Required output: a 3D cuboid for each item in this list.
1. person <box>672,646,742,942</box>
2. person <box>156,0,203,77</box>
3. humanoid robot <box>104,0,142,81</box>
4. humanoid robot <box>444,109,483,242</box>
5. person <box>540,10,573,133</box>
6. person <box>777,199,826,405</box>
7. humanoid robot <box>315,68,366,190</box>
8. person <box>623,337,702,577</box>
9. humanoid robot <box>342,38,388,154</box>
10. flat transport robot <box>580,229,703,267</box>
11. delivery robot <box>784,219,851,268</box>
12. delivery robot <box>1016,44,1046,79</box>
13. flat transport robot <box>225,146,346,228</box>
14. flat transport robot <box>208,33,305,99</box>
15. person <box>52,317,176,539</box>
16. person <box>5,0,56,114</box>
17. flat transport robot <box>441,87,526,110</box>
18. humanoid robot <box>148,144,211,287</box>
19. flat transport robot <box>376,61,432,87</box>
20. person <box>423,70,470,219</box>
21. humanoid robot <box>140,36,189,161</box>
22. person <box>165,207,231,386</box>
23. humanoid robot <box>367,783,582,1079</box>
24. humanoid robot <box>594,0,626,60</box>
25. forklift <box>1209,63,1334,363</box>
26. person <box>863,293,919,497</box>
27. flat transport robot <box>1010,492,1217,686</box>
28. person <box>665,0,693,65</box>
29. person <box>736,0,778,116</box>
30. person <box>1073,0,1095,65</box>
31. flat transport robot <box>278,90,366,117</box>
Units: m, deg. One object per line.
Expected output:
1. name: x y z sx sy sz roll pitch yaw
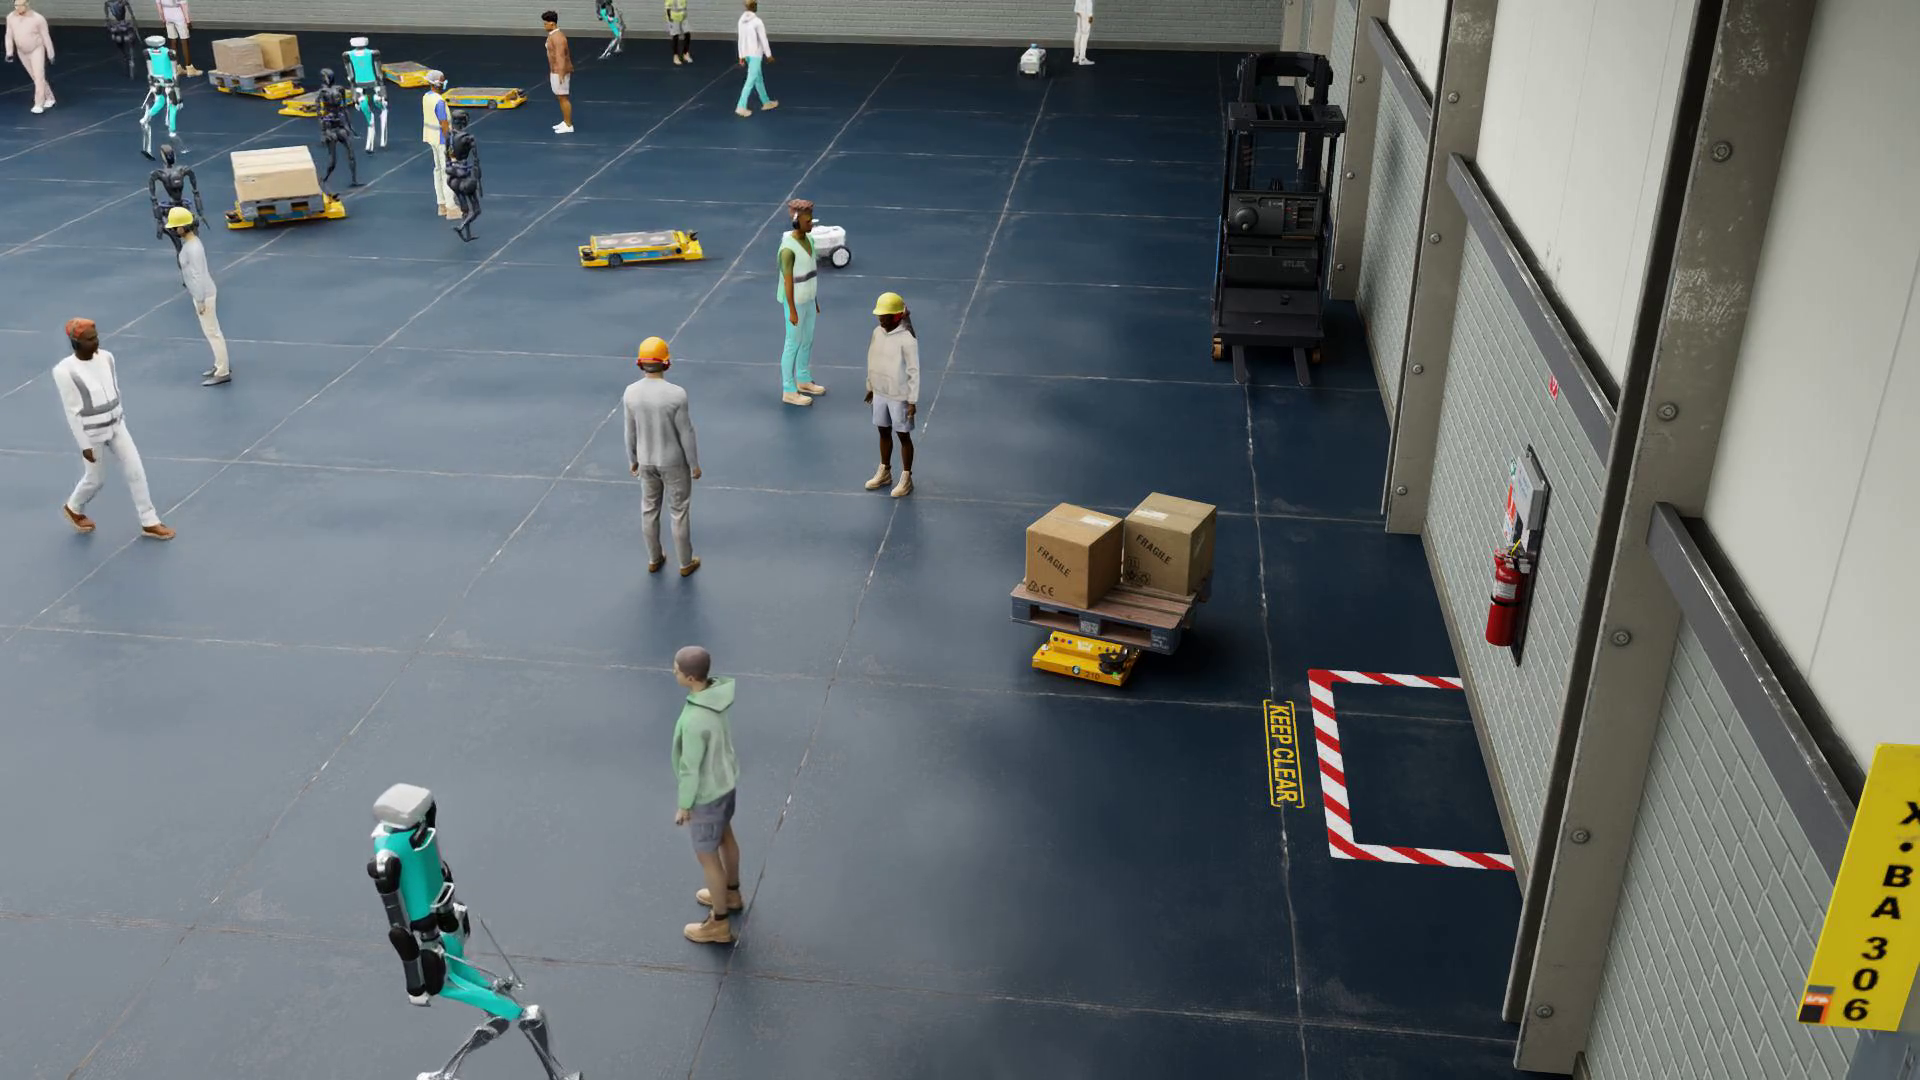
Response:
1. person: -1.334 1.330 8.846 0.345 1.737 0.479 4 27 8
2. person: -14.079 -9.380 29.886 0.613 2.041 0.373 9 28 17
3. humanoid robot: -14.940 -9.081 29.724 0.589 1.629 0.654 3 27 5
4. humanoid robot: -6.190 -4.465 20.489 0.608 1.642 0.503 16 31 29
5. person: -6.259 -7.330 26.018 0.416 1.841 0.799 -11 28 -20
6. person: -1.529 -2.268 15.776 0.382 1.972 0.480 12 29 22
7. humanoid robot: -8.631 -5.678 22.916 0.483 1.648 0.609 12 29 23
8. person: -2.245 -0.619 12.573 0.569 1.889 0.388 6 27 12
9. humanoid robot: -8.723 -6.576 24.615 0.545 1.735 1.016 -4 27 -8
10. flat transport robot: -3.885 -3.543 20.212 1.431 0.231 0.659 -6 27 -13
11. delivery robot: -1.713 -3.535 19.863 0.764 0.582 0.499 -11 29 -21
12. delivery robot: 1.322 -8.647 30.099 0.499 0.610 0.788 6 27 12
13. flat transport robot: -8.829 -4.308 21.739 1.431 0.231 0.659 -12 29 -22
14. flat transport robot: -12.123 -7.866 28.842 1.431 0.231 0.659 15 30 27
15. person: -6.814 -0.871 13.117 0.879 1.848 0.573 10 28 19
16. person: -15.265 -7.974 27.287 0.649 1.853 0.966 3 27 6
17. flat transport robot: -8.094 -7.426 27.963 1.431 0.231 0.659 1 27 3
18. humanoid robot: -8.892 -3.682 18.915 0.390 1.642 0.589 22 34 36
19. flat transport robot: -9.914 -8.352 29.812 0.659 0.231 1.431 -18 32 -32
20. person: -6.718 -5.115 21.539 0.383 1.890 0.542 -19 32 -33
21. humanoid robot: -11.815 -6.414 24.390 0.532 1.788 1.045 7 27 13
22. person: -7.429 -2.384 16.233 0.333 1.765 0.527 -12 29 -22
23. humanoid robot: -2.156 1.925 7.697 0.995 1.776 0.532 2 27 4
24. humanoid robot: -6.583 -9.974 31.401 0.964 1.738 0.538 -21 34 -36
25. forklift: 3.241 -3.477 17.183 1.129 2.768 1.873 3 27 6
26. person: -0.552 -1.234 13.933 0.530 1.763 0.405 19 32 33
27. flat transport robot: 1.082 0.580 11.981 0.659 0.231 1.431 11 29 21
28. person: -5.248 -9.665 30.869 0.546 1.664 0.481 -21 33 -36
29. person: -3.397 -7.913 27.162 0.503 1.873 1.006 22 34 36
30. person: 2.305 -9.807 30.939 0.394 1.869 0.505 -9 28 -18
31. flat transport robot: -10.613 -7.291 27.693 0.659 0.231 1.431 9 28 17
